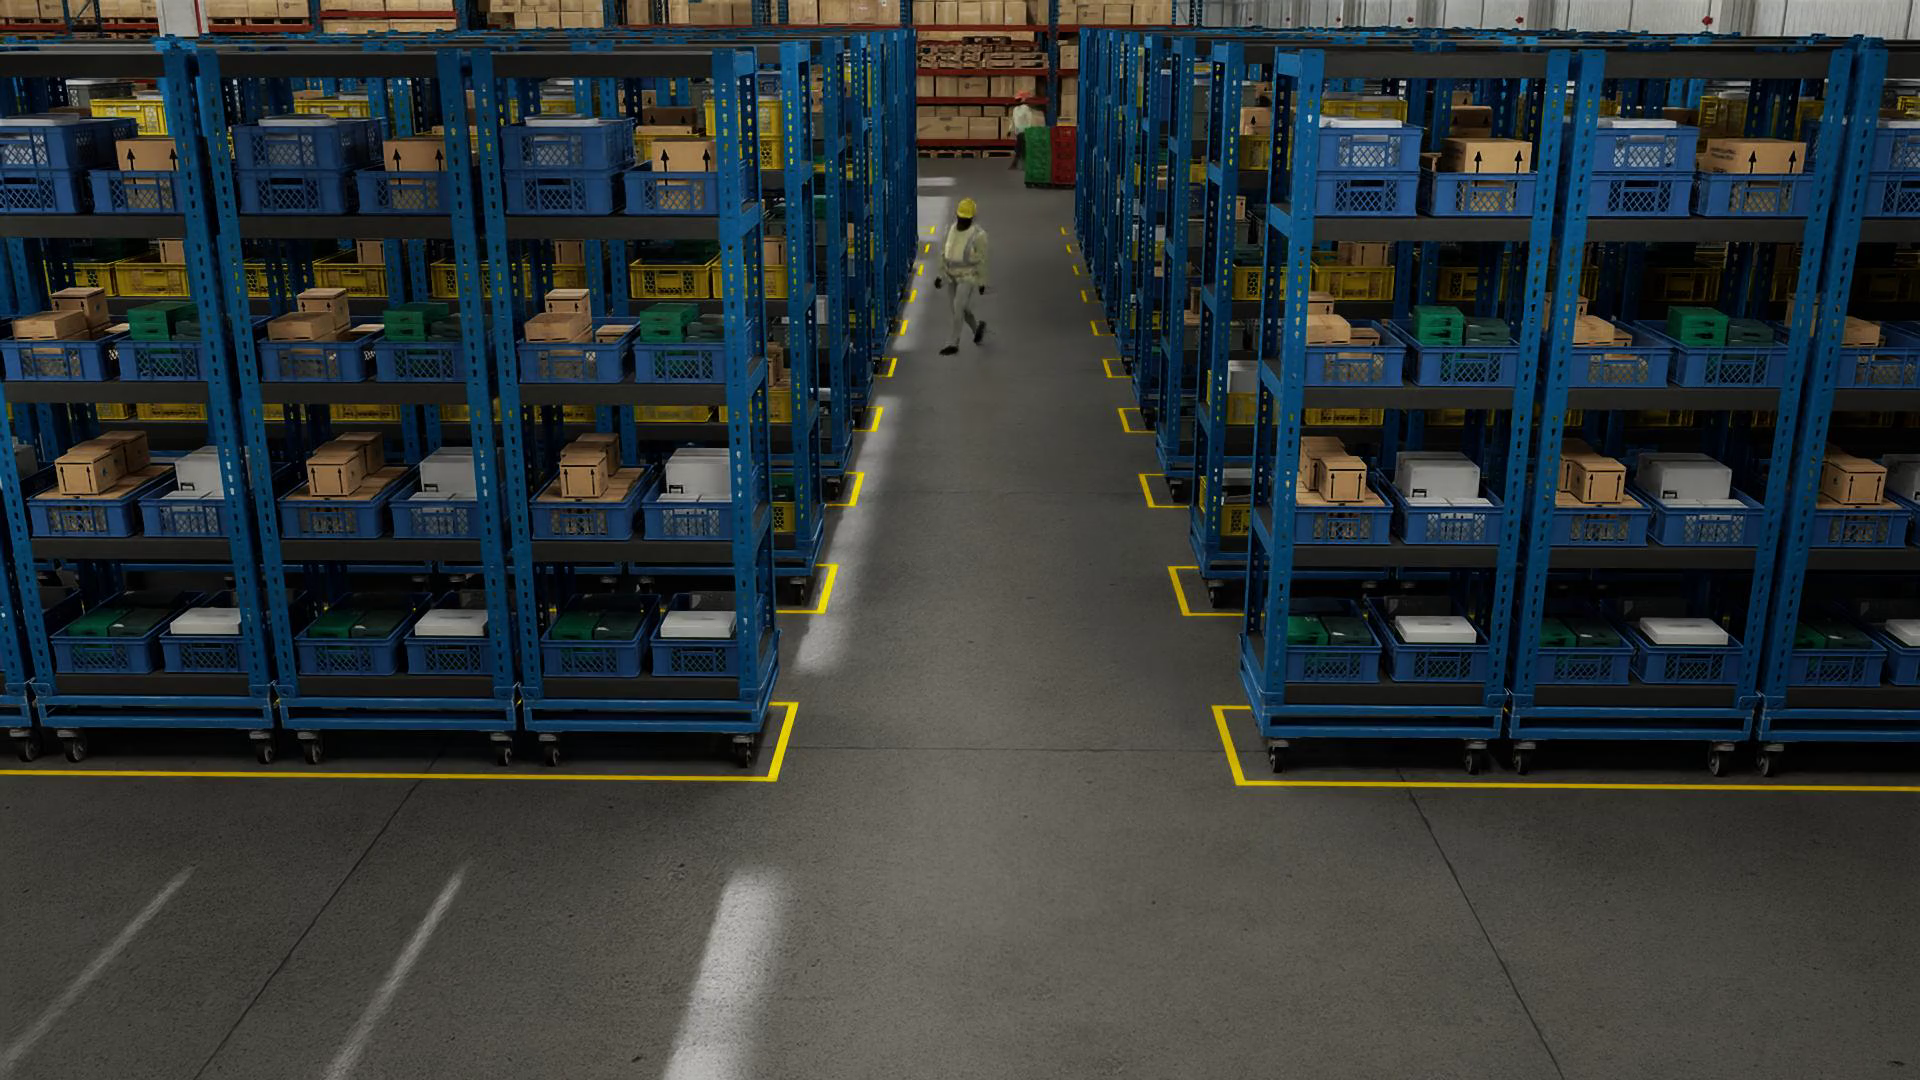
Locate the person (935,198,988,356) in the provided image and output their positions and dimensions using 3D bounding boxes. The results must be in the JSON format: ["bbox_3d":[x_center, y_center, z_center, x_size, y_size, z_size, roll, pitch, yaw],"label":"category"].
[{"bbox_3d":[0.068,-3.043,19.122,0.600,1.794,0.768,15,23,40],"label":"person"}]

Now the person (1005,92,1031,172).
[{"bbox_3d":[1.418,-10.275,41.902,0.939,1.954,0.623,-10,20,-28],"label":"person"}]
